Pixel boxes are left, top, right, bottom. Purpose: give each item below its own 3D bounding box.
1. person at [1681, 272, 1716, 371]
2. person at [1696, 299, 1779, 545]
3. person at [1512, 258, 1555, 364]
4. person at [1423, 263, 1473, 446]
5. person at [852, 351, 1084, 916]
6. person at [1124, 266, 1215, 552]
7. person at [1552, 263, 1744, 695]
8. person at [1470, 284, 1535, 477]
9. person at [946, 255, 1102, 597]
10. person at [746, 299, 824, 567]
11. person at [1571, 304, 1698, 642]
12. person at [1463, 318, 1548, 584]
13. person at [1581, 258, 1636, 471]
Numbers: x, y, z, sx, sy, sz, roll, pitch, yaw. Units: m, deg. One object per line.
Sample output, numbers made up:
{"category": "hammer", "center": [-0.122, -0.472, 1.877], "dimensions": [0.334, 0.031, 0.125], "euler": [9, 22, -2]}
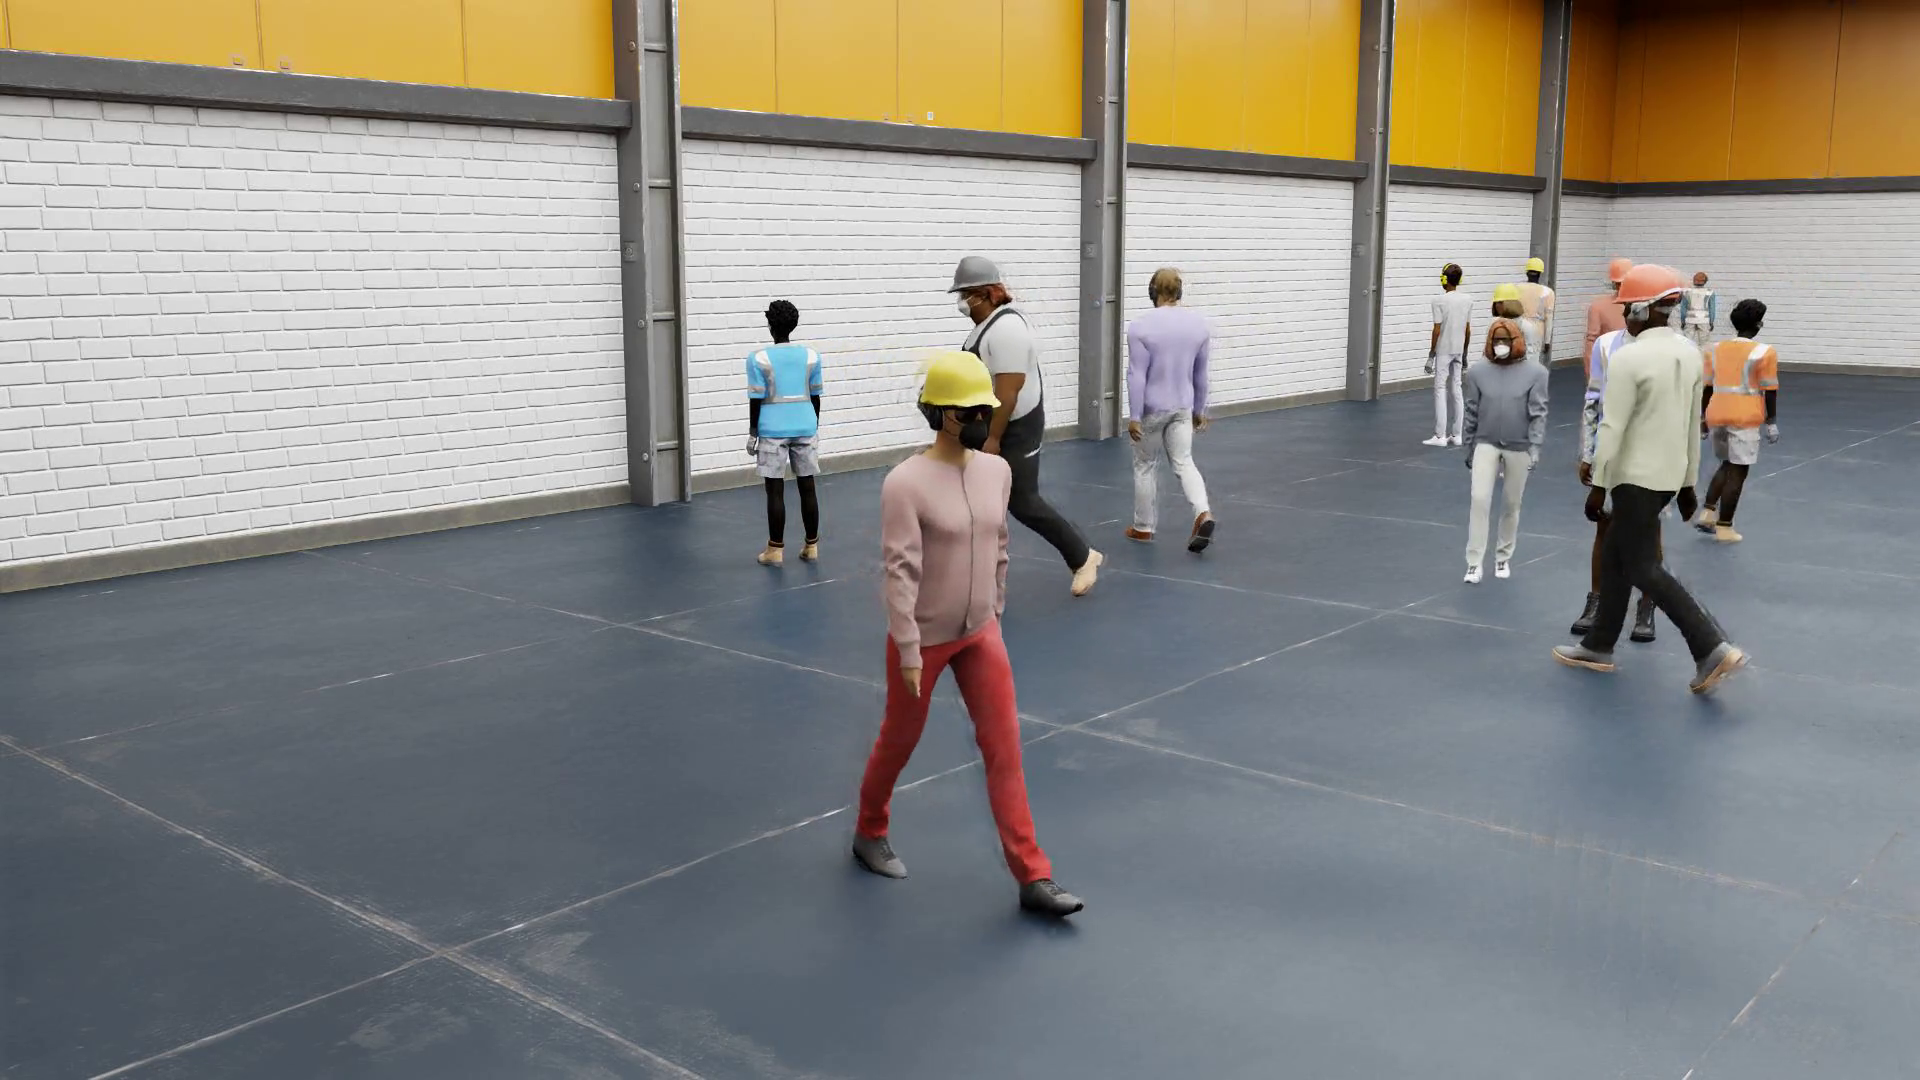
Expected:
{"category": "person", "center": [11.764, -3.444, 26.534], "dimensions": [0.513, 1.640, 0.309], "euler": [7, 12, 36]}
{"category": "person", "center": [5.320, -0.802, 11.385], "dimensions": [0.398, 1.684, 0.535], "euler": [-5, 11, -24]}
{"category": "person", "center": [7.052, -2.546, 20.665], "dimensions": [0.596, 1.906, 0.595], "euler": [5, 11, 24]}
{"category": "person", "center": [5.003, -1.888, 17.061], "dimensions": [0.586, 1.874, 0.347], "euler": [-5, 11, -24]}
{"category": "person", "center": [-0.029, 0.278, 5.126], "dimensions": [0.545, 1.716, 0.928], "euler": [-8, 13, -39]}
{"category": "person", "center": [1.409, -0.870, 11.128], "dimensions": [0.641, 1.911, 0.904], "euler": [-4, 11, -22]}
{"category": "person", "center": [3.212, -0.283, 7.639], "dimensions": [0.605, 1.960, 0.931], "euler": [-8, 13, -38]}
{"category": "person", "center": [4.704, -1.362, 14.494], "dimensions": [0.874, 1.701, 0.505], "euler": [-5, 11, -28]}
{"category": "person", "center": [0.351, -0.666, 9.572], "dimensions": [0.855, 2.000, 0.700], "euler": [-3, 10, -16]}
{"category": "person", "center": [-1.115, -0.677, 10.612], "dimensions": [0.531, 1.697, 0.322], "euler": [-6, 11, -29]}
{"category": "person", "center": [3.474, -0.437, 8.583], "dimensions": [0.542, 1.930, 0.376], "euler": [7, 12, 36]}
{"category": "person", "center": [3.262, -0.524, 10.018], "dimensions": [0.501, 1.600, 0.735], "euler": [4, 11, 23]}
{"category": "person", "center": [5.791, -1.514, 14.715], "dimensions": [0.630, 1.946, 1.006], "euler": [0, 10, 1]}
